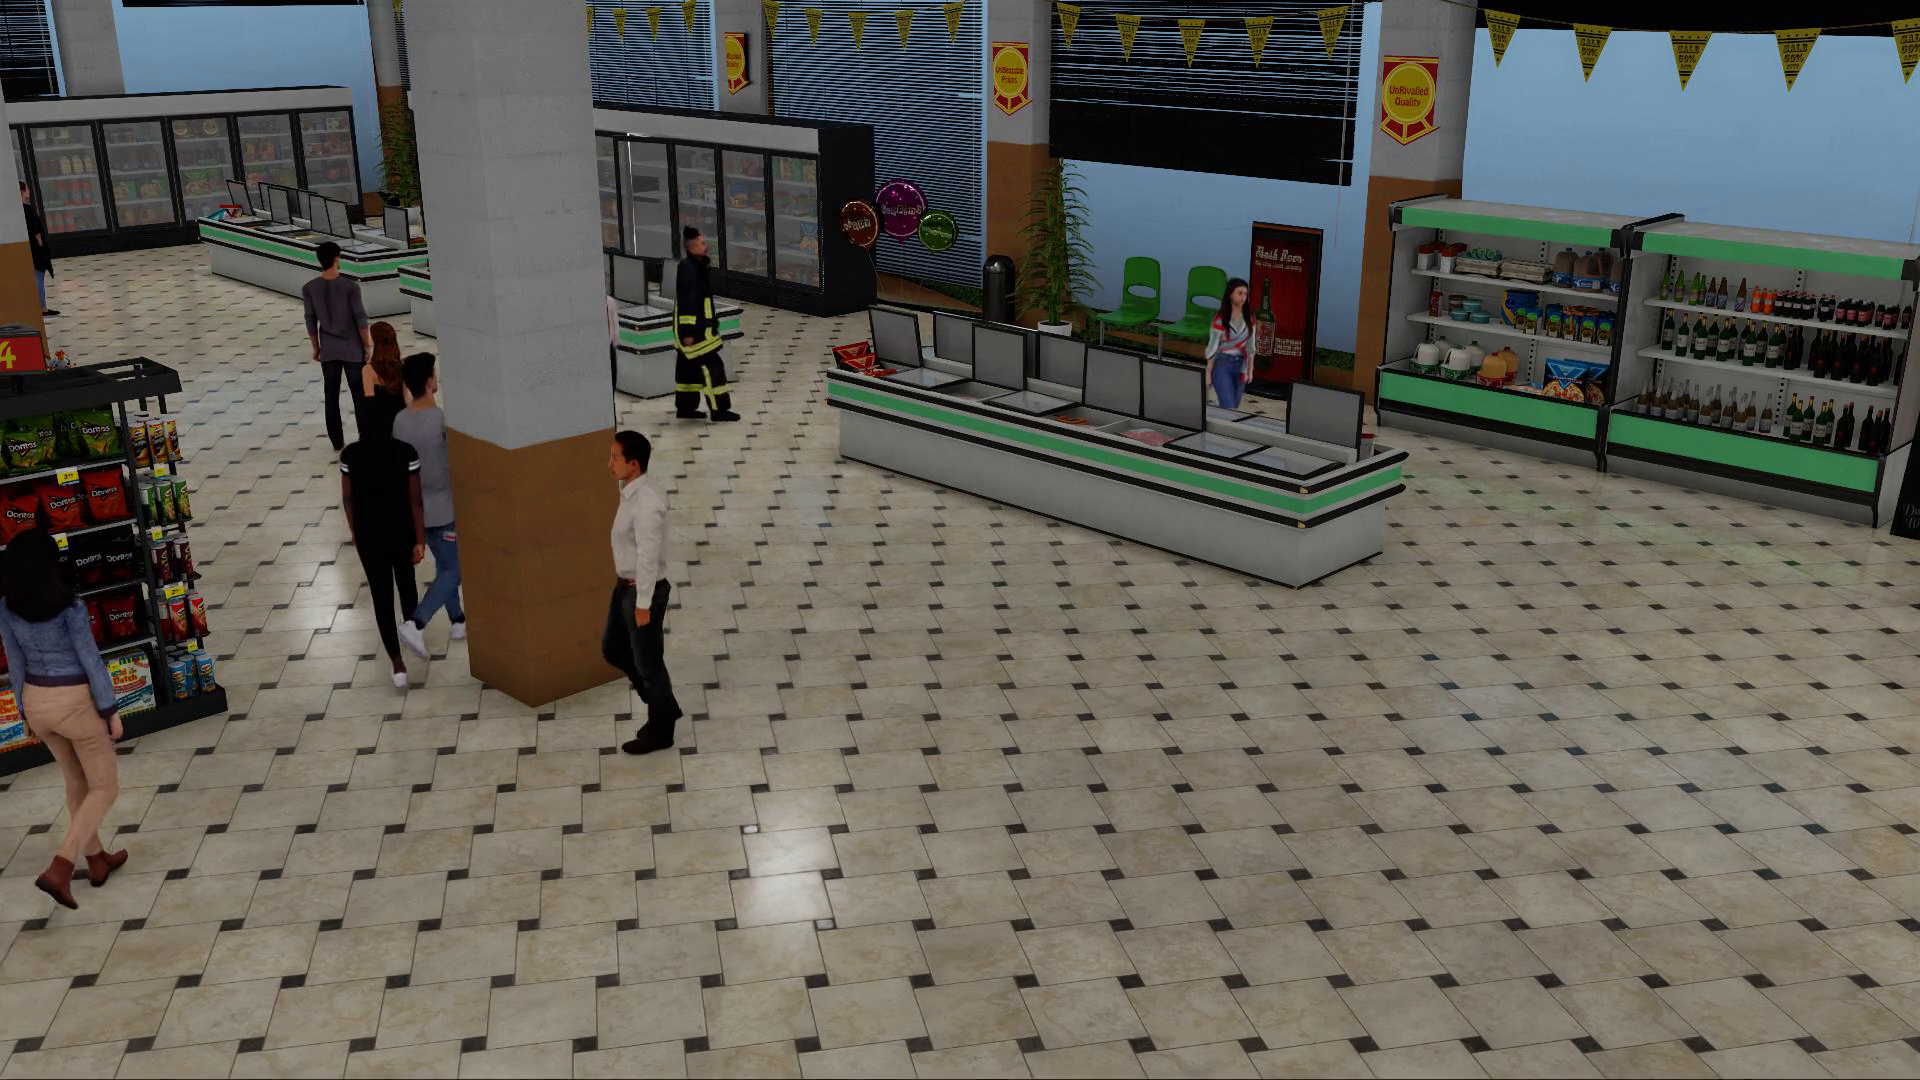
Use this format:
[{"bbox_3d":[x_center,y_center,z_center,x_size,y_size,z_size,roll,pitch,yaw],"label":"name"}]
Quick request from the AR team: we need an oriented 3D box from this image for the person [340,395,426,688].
[{"bbox_3d":[-3.379,0.040,9.793,0.964,1.681,1.262,-6,20,-18],"label":"person"}]

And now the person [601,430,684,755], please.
[{"bbox_3d":[-1.608,0.282,8.883,0.847,1.804,0.722,-7,20,-20],"label":"person"}]

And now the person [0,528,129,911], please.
[{"bbox_3d":[-3.999,0.824,7.346,0.988,1.758,0.997,2,19,6],"label":"person"}]

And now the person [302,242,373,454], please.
[{"bbox_3d":[-5.461,-1.692,14.664,0.734,1.850,0.782,-1,19,-2],"label":"person"}]

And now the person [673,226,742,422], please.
[{"bbox_3d":[-2.566,-2.006,15.608,1.087,1.842,1.028,-1,19,-2],"label":"person"}]

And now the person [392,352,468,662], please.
[{"bbox_3d":[-3.236,-0.171,10.133,1.136,1.863,0.974,8,20,22],"label":"person"}]

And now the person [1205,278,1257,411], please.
[{"bbox_3d":[2.306,-1.485,14.469,0.917,1.583,1.116,-5,19,-15],"label":"person"}]

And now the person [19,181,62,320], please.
[{"bbox_3d":[-11.504,-3.591,20.555,0.604,1.684,0.754,9,21,25],"label":"person"}]

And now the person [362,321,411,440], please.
[{"bbox_3d":[-4.272,-0.842,12.495,0.640,1.625,0.621,11,21,29],"label":"person"}]
